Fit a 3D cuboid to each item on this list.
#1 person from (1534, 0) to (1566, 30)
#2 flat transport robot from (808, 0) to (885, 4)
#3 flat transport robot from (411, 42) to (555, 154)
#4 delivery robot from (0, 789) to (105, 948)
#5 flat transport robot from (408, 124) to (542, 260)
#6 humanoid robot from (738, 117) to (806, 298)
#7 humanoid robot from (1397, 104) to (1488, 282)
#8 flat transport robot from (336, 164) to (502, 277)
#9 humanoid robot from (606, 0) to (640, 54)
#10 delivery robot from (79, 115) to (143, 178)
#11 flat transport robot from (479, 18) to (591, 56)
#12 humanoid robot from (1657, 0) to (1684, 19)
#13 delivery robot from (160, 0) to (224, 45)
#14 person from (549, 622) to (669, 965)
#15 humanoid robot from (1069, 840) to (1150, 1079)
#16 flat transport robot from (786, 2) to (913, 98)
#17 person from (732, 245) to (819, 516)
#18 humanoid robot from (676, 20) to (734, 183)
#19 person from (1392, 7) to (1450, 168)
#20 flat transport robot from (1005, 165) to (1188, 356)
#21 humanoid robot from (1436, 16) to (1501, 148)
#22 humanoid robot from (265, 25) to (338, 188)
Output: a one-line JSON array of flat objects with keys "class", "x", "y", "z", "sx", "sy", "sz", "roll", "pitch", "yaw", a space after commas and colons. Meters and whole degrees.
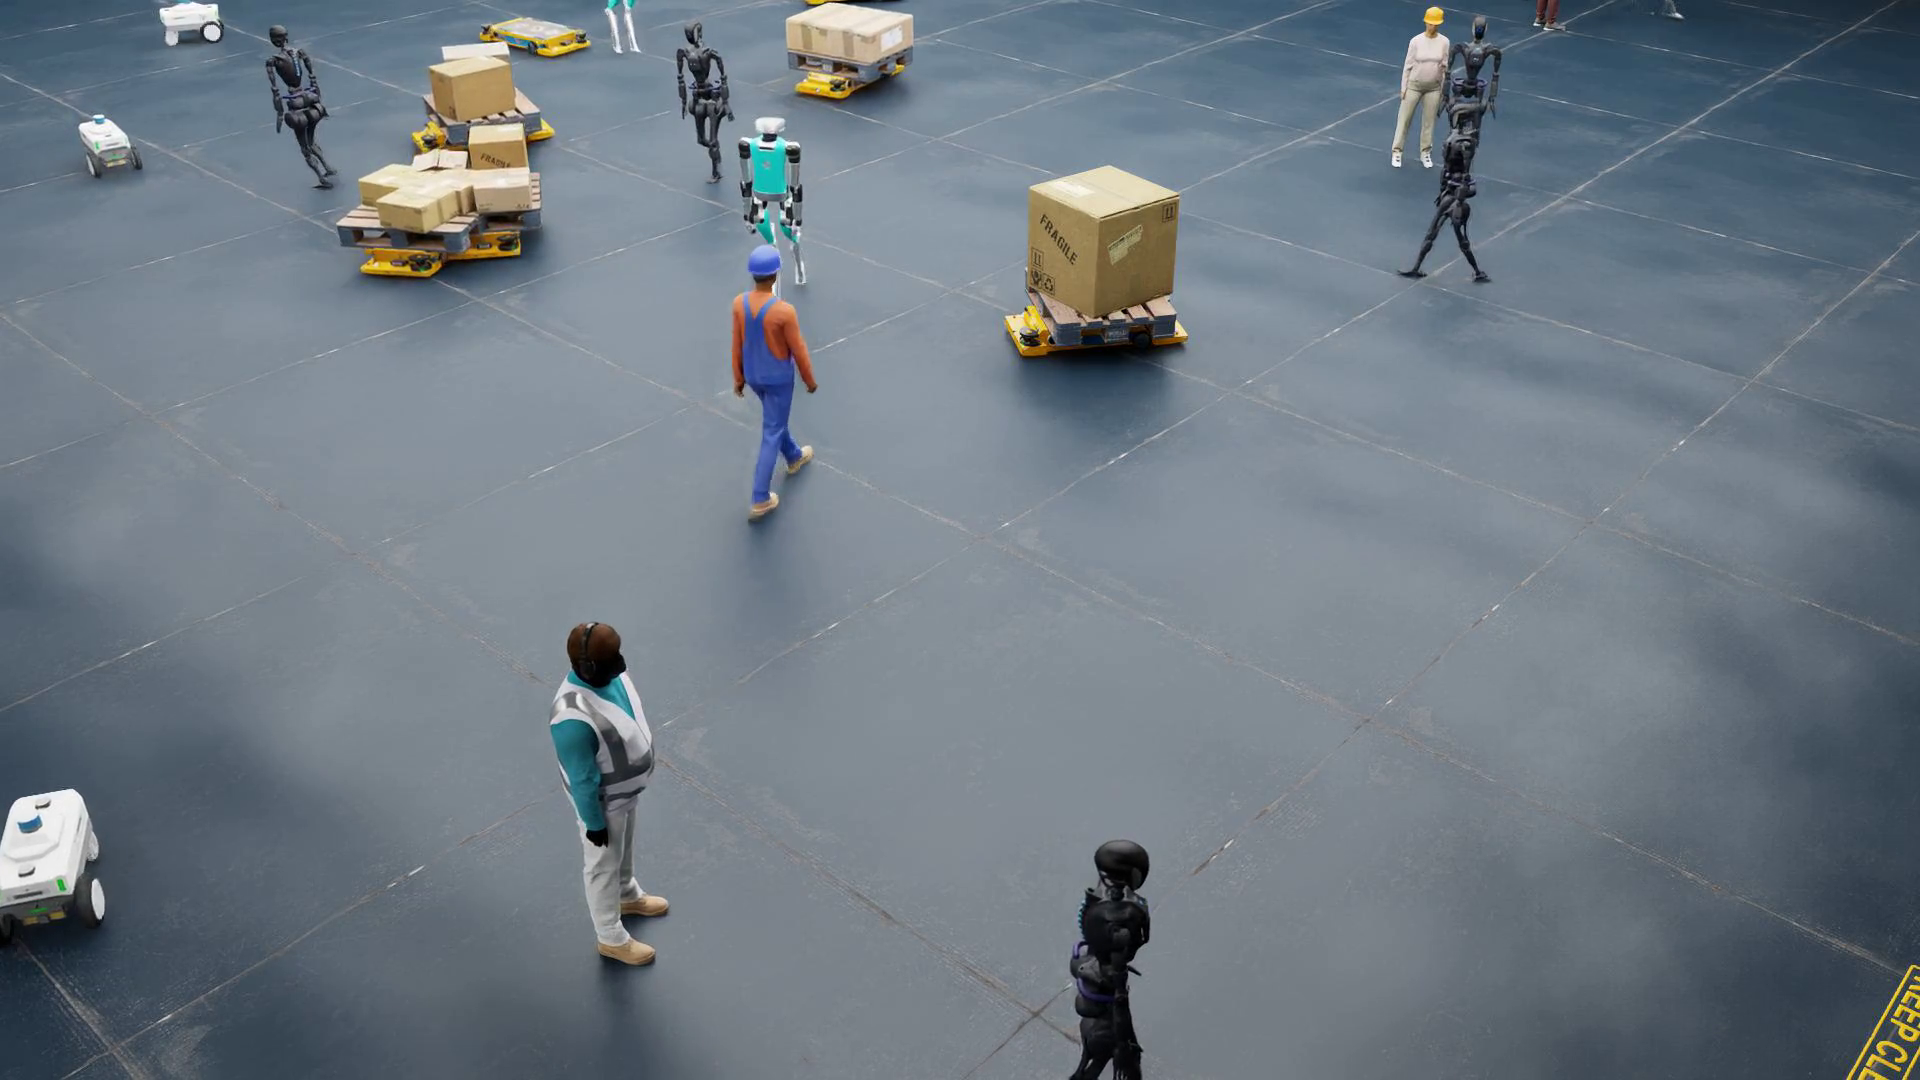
[{"class": "person", "x": 7.978, "y": -7.748, "z": 22.165, "sx": 0.364, "sy": 1.814, "sz": 0.541, "roll": -8, "pitch": 33, "yaw": -12}, {"class": "flat transport robot", "x": -1.507, "y": -7.896, "z": 23.868, "sx": 1.431, "sy": 0.231, "sz": 0.659, "roll": -8, "pitch": 33, "yaw": -12}, {"class": "flat transport robot", "x": -5.305, "y": -4.549, "z": 18.479, "sx": 1.431, "sy": 0.231, "sz": 0.659, "roll": -16, "pitch": 35, "yaw": -24}, {"class": "delivery robot", "x": -4.568, "y": 1.615, "z": 8.294, "sx": 0.499, "sy": 0.606, "sz": 0.810, "roll": -9, "pitch": 33, "yaw": -15}, {"class": "flat transport robot", "x": -4.637, "y": -3.054, "z": 16.071, "sx": 0.659, "sy": 0.231, "sz": 1.431, "roll": -6, "pitch": 32, "yaw": -10}, {"class": "humanoid robot", "x": -1.545, "y": -2.889, "z": 14.439, "sx": 0.560, "sy": 1.799, "sz": 0.937, "roll": 5, "pitch": 32, "yaw": 7}, {"class": "humanoid robot", "x": 4.430, "y": -3.074, "z": 14.832, "sx": 0.795, "sy": 1.634, "sz": 0.609, "roll": -1, "pitch": 32, "yaw": -2}, {"class": "flat transport robot", "x": -5.048, "y": -2.846, "z": 15.737, "sx": 0.659, "sy": 0.231, "sz": 1.431, "roll": 5, "pitch": 32, "yaw": 7}, {"class": "humanoid robot", "x": -4.293, "y": -7.103, "z": 21.204, "sx": 0.544, "sy": 1.767, "sz": 0.781, "roll": -26, "pitch": 40, "yaw": -36}, {"class": "delivery robot", "x": -9.053, "y": -4.188, "z": 17.645, "sx": 0.499, "sy": 0.614, "sz": 0.818, "roll": -22, "pitch": 38, "yaw": -31}, {"class": "flat transport robot", "x": -5.573, "y": -6.592, "z": 21.769, "sx": 1.431, "sy": 0.231, "sz": 0.659, "roll": 21, "pitch": 38, "yaw": 30}, {"class": "humanoid robot", "x": 9.824, "y": -7.878, "z": 22.552, "sx": 0.728, "sy": 1.902, "sz": 0.543, "roll": 26, "pitch": 40, "yaw": 35}, {"class": "delivery robot", "x": -10.092, "y": -6.834, "z": 21.902, "sx": 0.794, "sy": 0.609, "sz": 0.499, "roll": -11, "pitch": 33, "yaw": -17}, {"class": "person", "x": -1.630, "y": 1.157, "z": 7.801, "sx": 0.431, "sy": 1.844, "sz": 0.623, "roll": 4, "pitch": 32, "yaw": 6}, {"class": "humanoid robot", "x": 0.572, "y": 1.874, "z": 6.848, "sx": 0.765, "sy": 1.637, "sz": 0.594, "roll": -1, "pitch": 32, "yaw": -2}, {"class": "flat transport robot", "x": -1.345, "y": -5.711, "z": 20.351, "sx": 0.659, "sy": 0.231, "sz": 1.431, "roll": 17, "pitch": 36, "yaw": 26}, {"class": "person", "x": -1.297, "y": -1.146, "z": 11.496, "sx": 0.514, "sy": 1.857, "sz": 0.972, "roll": 18, "pitch": 36, "yaw": 26}, {"class": "humanoid robot", "x": -2.585, "y": -4.573, "z": 17.210, "sx": 0.610, "sy": 1.630, "sz": 0.622, "roll": 10, "pitch": 33, "yaw": 16}, {"class": "person", "x": 4.856, "y": -4.736, "z": 17.437, "sx": 0.461, "sy": 1.688, "sz": 0.342, "roll": 2, "pitch": 32, "yaw": 3}, {"class": "flat transport robot", "x": 1.146, "y": -1.836, "z": 14.111, "sx": 1.431, "sy": 0.231, "sz": 0.659, "roll": -6, "pitch": 32, "yaw": -9}, {"class": "humanoid robot", "x": 5.253, "y": -4.582, "z": 17.201, "sx": 0.590, "sy": 1.643, "sz": 0.558, "roll": 4, "pitch": 32, "yaw": 6}, {"class": "humanoid robot", "x": -6.706, "y": -4.390, "z": 16.903, "sx": 0.389, "sy": 1.648, "sz": 0.609, "roll": 16, "pitch": 35, "yaw": 24}]
